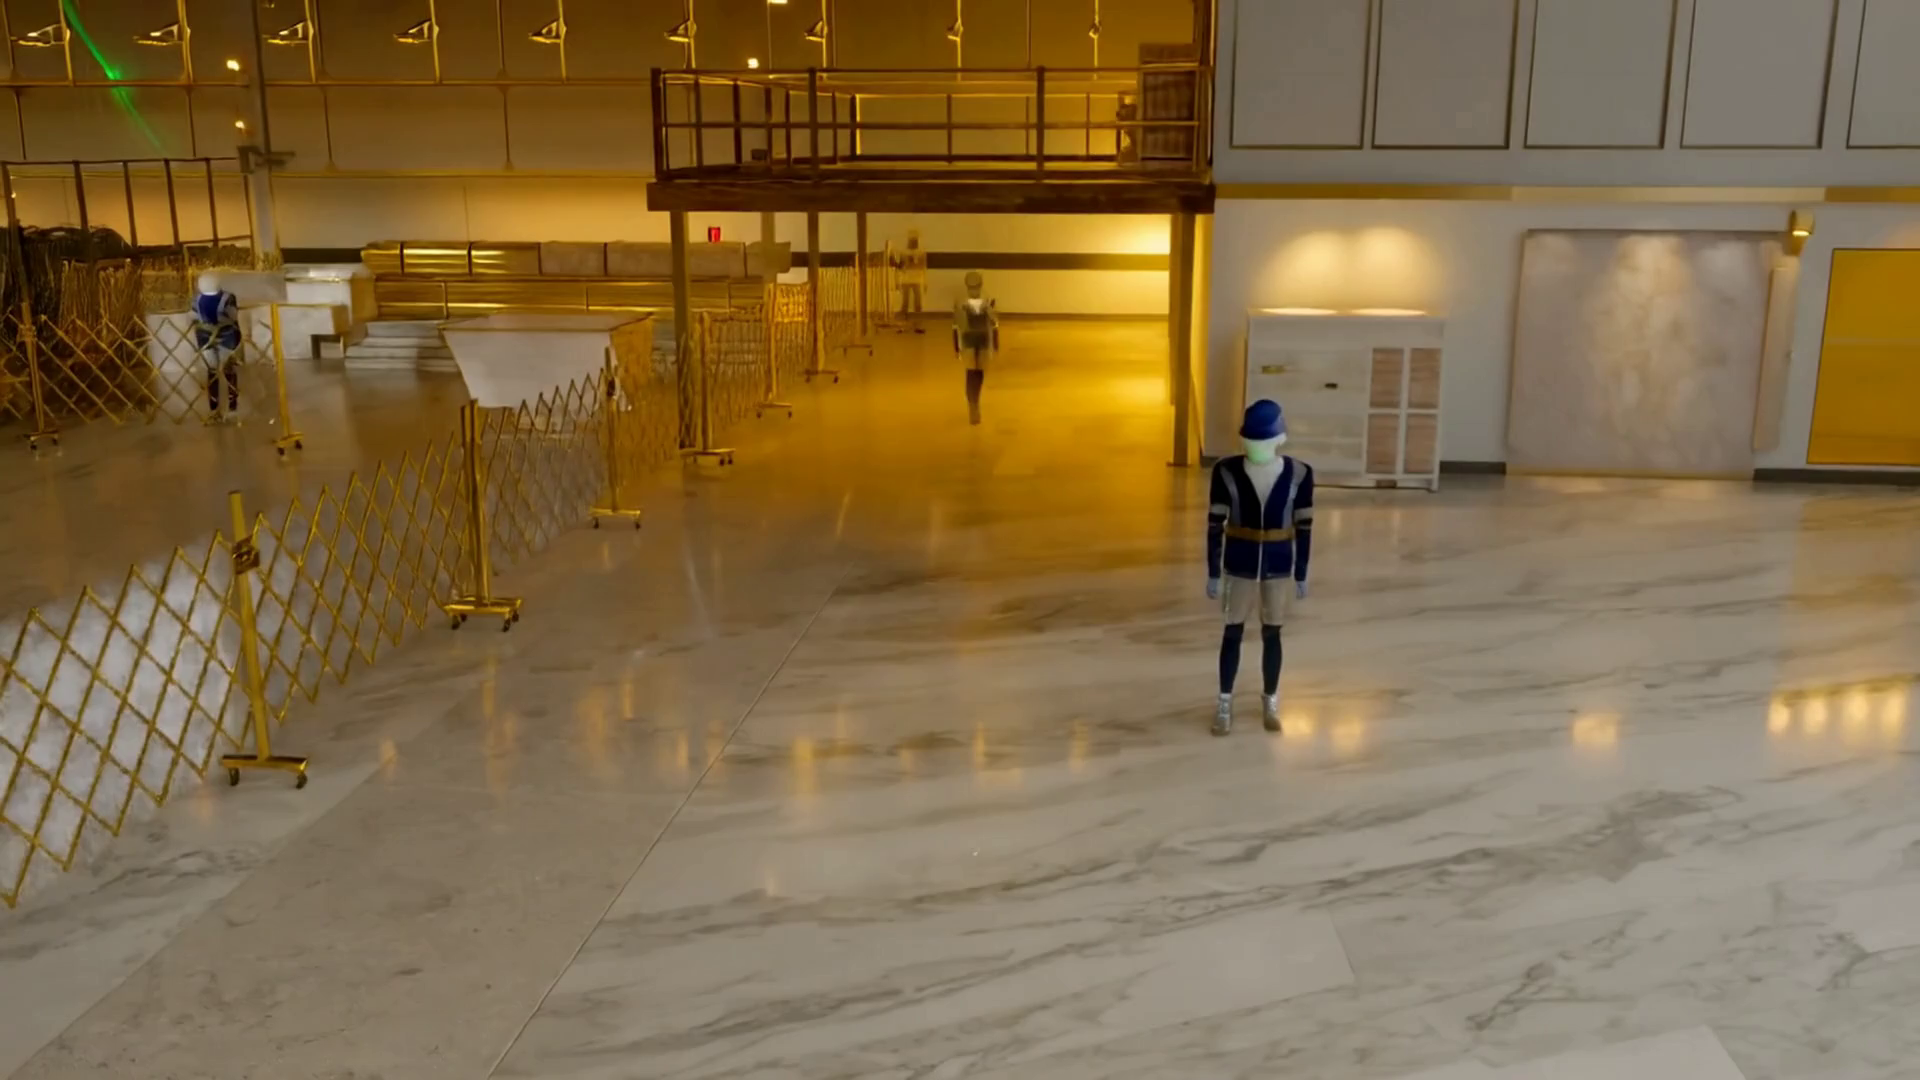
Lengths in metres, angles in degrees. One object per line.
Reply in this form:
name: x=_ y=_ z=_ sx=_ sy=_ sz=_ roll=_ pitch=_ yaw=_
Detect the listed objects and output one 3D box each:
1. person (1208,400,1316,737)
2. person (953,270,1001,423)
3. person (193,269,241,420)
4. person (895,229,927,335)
person: x=1.768 y=0.178 z=9.823 sx=0.609 sy=2.036 sz=0.402 roll=2 pitch=14 yaw=8
person: x=0.201 y=-2.431 z=20.801 sx=0.559 sy=1.887 sz=0.993 roll=-2 pitch=14 yaw=-8
person: x=-9.320 y=-2.447 z=20.871 sx=0.575 sy=1.883 sz=0.356 roll=2 pitch=14 yaw=8
person: x=-0.875 y=-4.603 z=29.695 sx=0.600 sy=1.891 sz=0.642 roll=-3 pitch=14 yaw=-11
